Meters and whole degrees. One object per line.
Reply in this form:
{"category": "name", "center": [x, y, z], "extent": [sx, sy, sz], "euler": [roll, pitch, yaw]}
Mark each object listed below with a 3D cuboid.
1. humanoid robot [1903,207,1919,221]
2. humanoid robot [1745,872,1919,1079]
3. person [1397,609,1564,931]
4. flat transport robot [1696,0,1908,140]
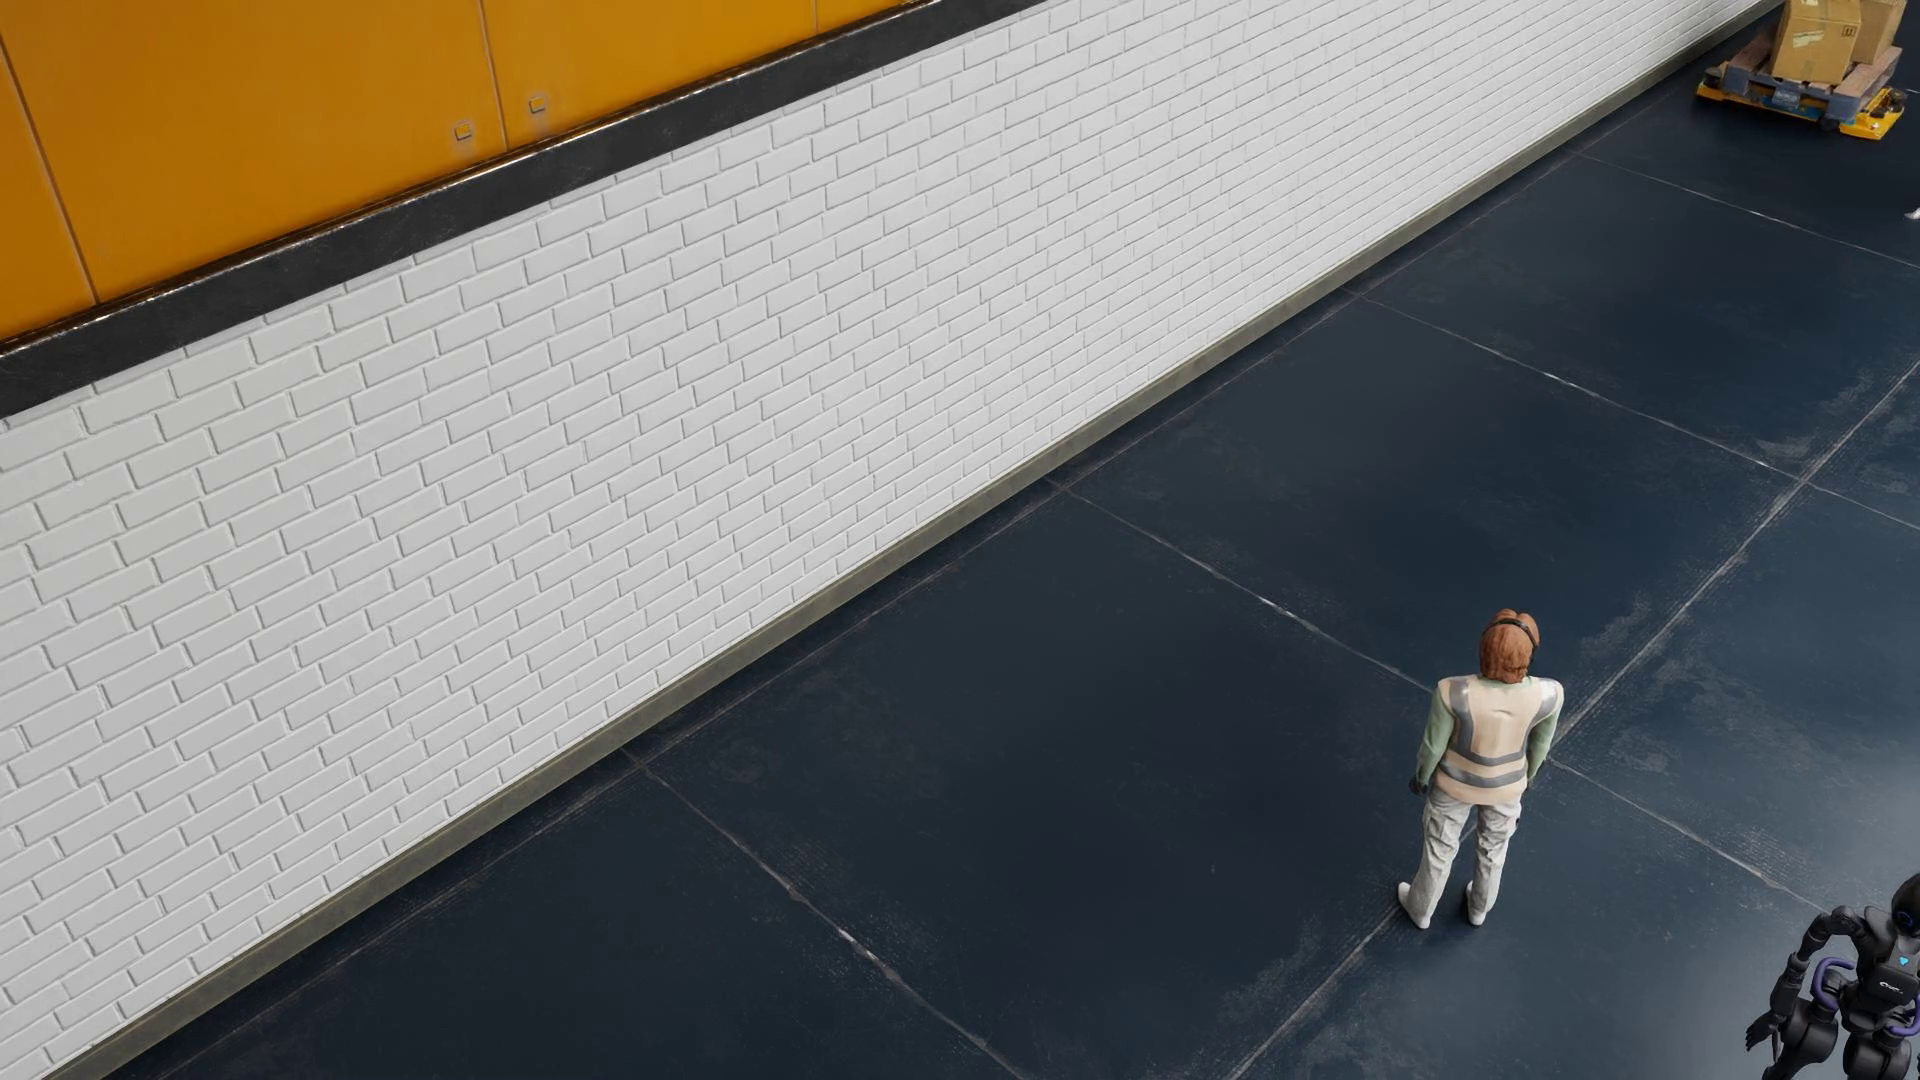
{"category": "humanoid robot", "center": [7.225, -3.016, 11.520], "extent": [0.889, 1.756, 0.530], "euler": [-14, 41, -17]}
{"category": "humanoid robot", "center": [3.049, 1.689, 5.672], "extent": [0.599, 1.654, 0.315], "euler": [19, 43, 23]}
{"category": "person", "center": [2.054, 0.957, 6.627], "extent": [0.514, 1.636, 0.313], "euler": [1, 39, 1]}
{"category": "flat transport robot", "center": [6.787, -3.594, 13.413], "extent": [1.431, 0.231, 0.659], "euler": [27, 46, 29]}
